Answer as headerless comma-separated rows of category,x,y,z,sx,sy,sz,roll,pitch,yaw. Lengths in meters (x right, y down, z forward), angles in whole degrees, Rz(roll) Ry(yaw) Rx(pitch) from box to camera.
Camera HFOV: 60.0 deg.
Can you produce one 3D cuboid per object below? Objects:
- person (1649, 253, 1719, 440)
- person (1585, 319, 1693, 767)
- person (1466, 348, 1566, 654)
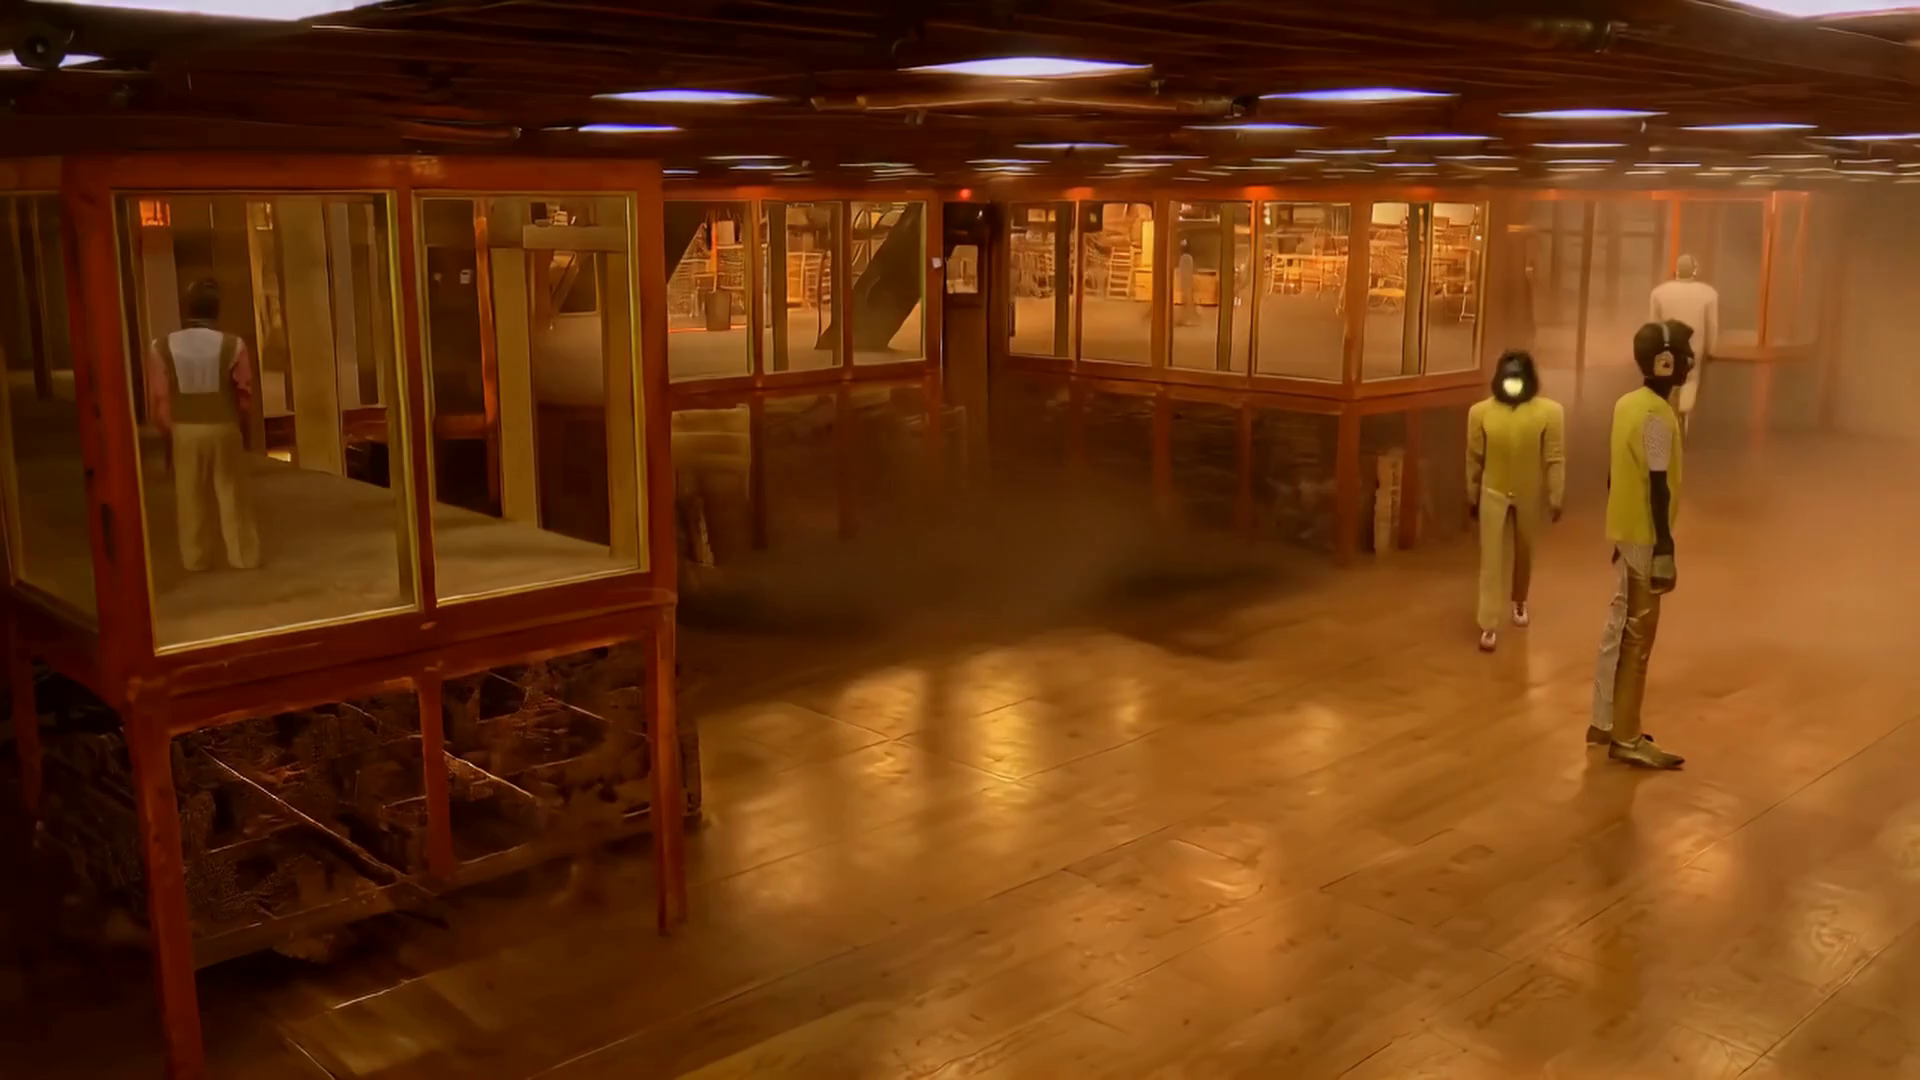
person,7.244,-1.934,16.714,0.650,1.885,0.747,6,13,26
person,2.886,0.012,7.005,0.326,1.874,0.519,0,11,1
person,2.979,-0.244,8.966,0.507,1.599,0.810,4,12,17
